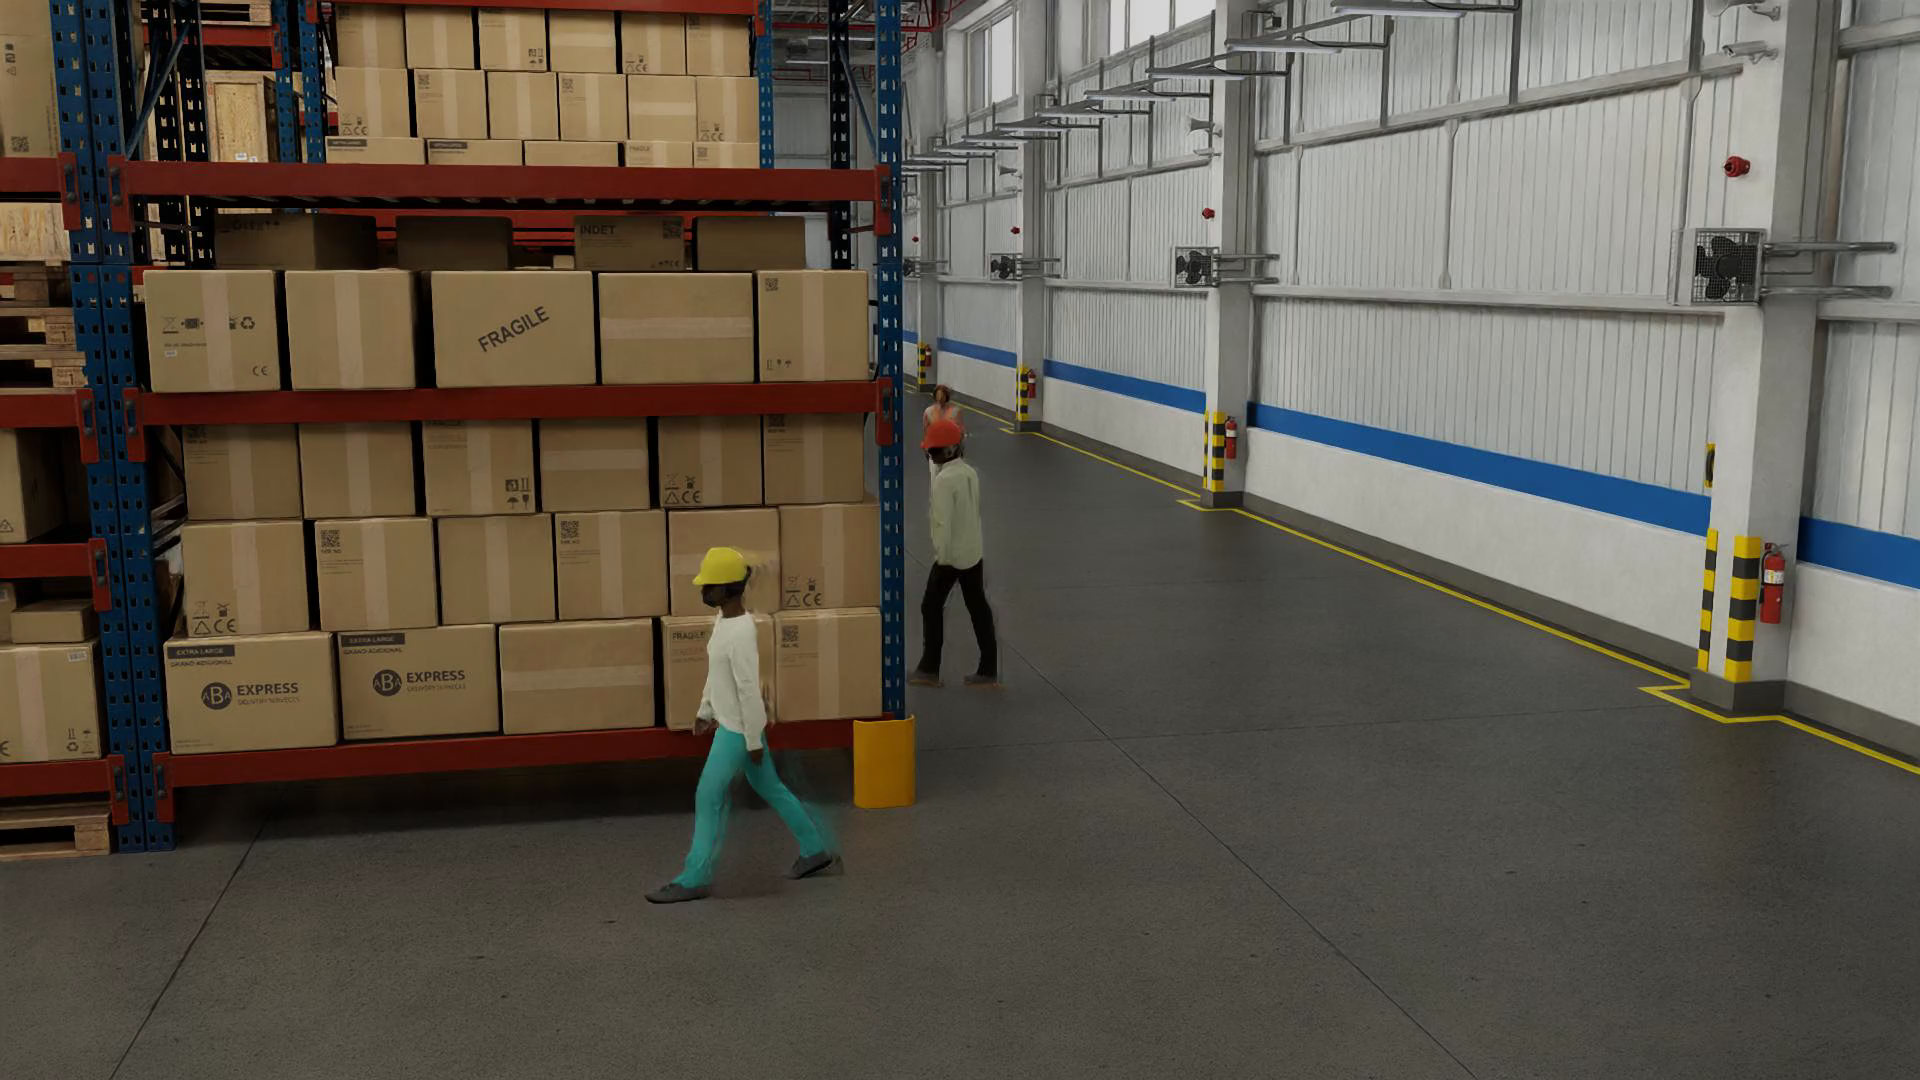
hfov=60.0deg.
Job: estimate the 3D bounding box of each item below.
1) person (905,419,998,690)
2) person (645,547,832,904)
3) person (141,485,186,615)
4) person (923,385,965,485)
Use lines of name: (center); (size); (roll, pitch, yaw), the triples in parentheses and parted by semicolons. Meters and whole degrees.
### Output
person: (-0.106, 0.107, 11.925); (0.851, 1.954, 0.699); (5, 11, 28)
person: (-1.044, 0.871, 8.026); (0.910, 1.724, 0.534); (-2, 9, -11)
person: (-5.748, 0.134, 12.234); (0.493, 1.818, 0.594); (-4, 10, -23)
person: (-0.191, -1.102, 20.434); (0.528, 1.597, 0.862); (1, 9, 8)
